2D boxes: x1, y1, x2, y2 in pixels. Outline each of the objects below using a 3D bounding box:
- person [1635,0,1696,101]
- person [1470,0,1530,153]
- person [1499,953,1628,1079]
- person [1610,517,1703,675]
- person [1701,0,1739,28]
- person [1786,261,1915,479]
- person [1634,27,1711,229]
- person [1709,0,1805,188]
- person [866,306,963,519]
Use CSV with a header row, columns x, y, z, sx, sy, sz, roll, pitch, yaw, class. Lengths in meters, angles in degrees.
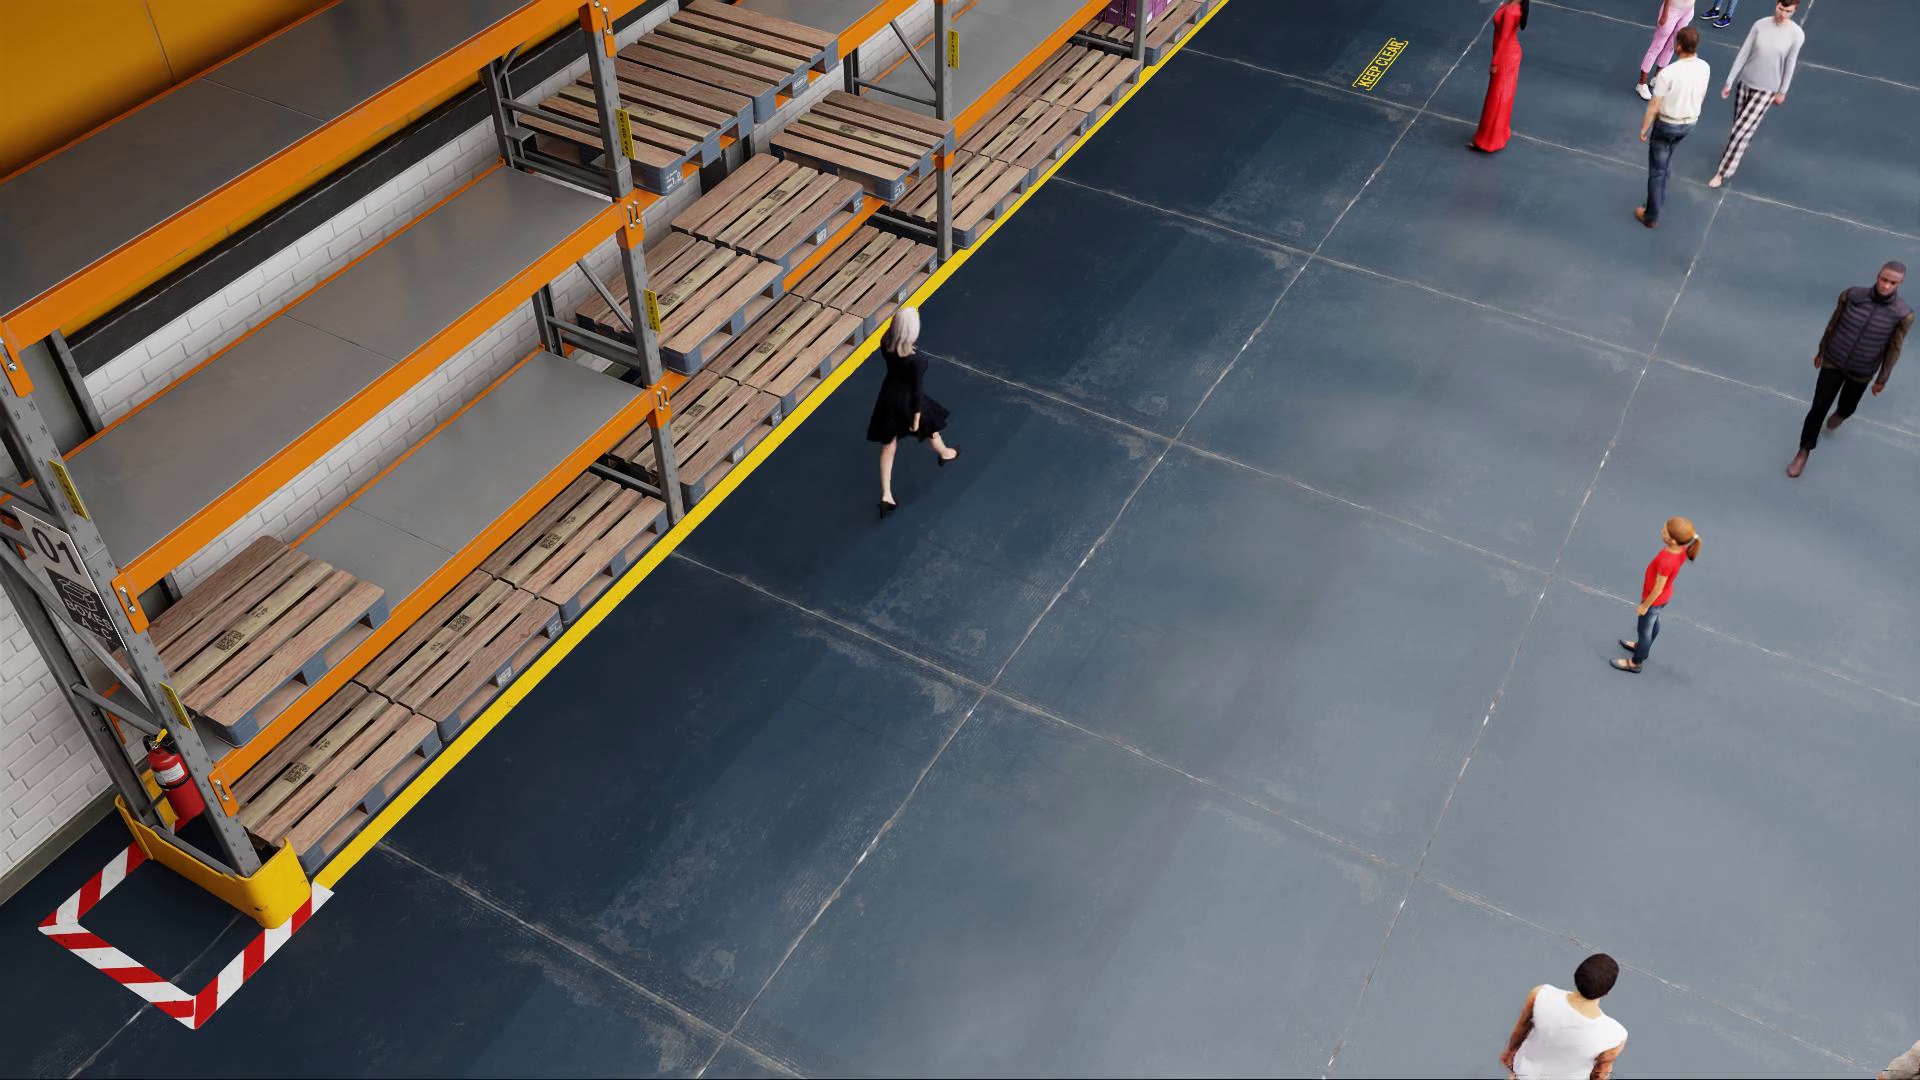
x,y,z,sx,sy,sz,roll,pitch,yaw,class
7.138,-5.270,16.578,0.615,1.742,0.717,-20,47,-20,person
5.175,-4.539,15.779,0.690,1.784,0.567,19,47,19,person
2.879,2.666,8.221,0.717,1.777,0.830,33,53,30,person
4.610,0.359,10.982,0.569,1.310,0.438,27,50,26,person
8.344,-6.175,17.880,0.631,1.255,0.579,-13,45,-14,person
6.658,-1.329,12.392,0.834,1.809,1.177,30,51,28,person
6.366,-3.599,14.764,0.818,1.823,0.869,-7,44,-7,person
7.444,-4.249,15.462,0.843,1.801,1.215,33,53,30,person
-0.461,-0.900,12.017,0.682,1.704,1.160,28,50,26,person
